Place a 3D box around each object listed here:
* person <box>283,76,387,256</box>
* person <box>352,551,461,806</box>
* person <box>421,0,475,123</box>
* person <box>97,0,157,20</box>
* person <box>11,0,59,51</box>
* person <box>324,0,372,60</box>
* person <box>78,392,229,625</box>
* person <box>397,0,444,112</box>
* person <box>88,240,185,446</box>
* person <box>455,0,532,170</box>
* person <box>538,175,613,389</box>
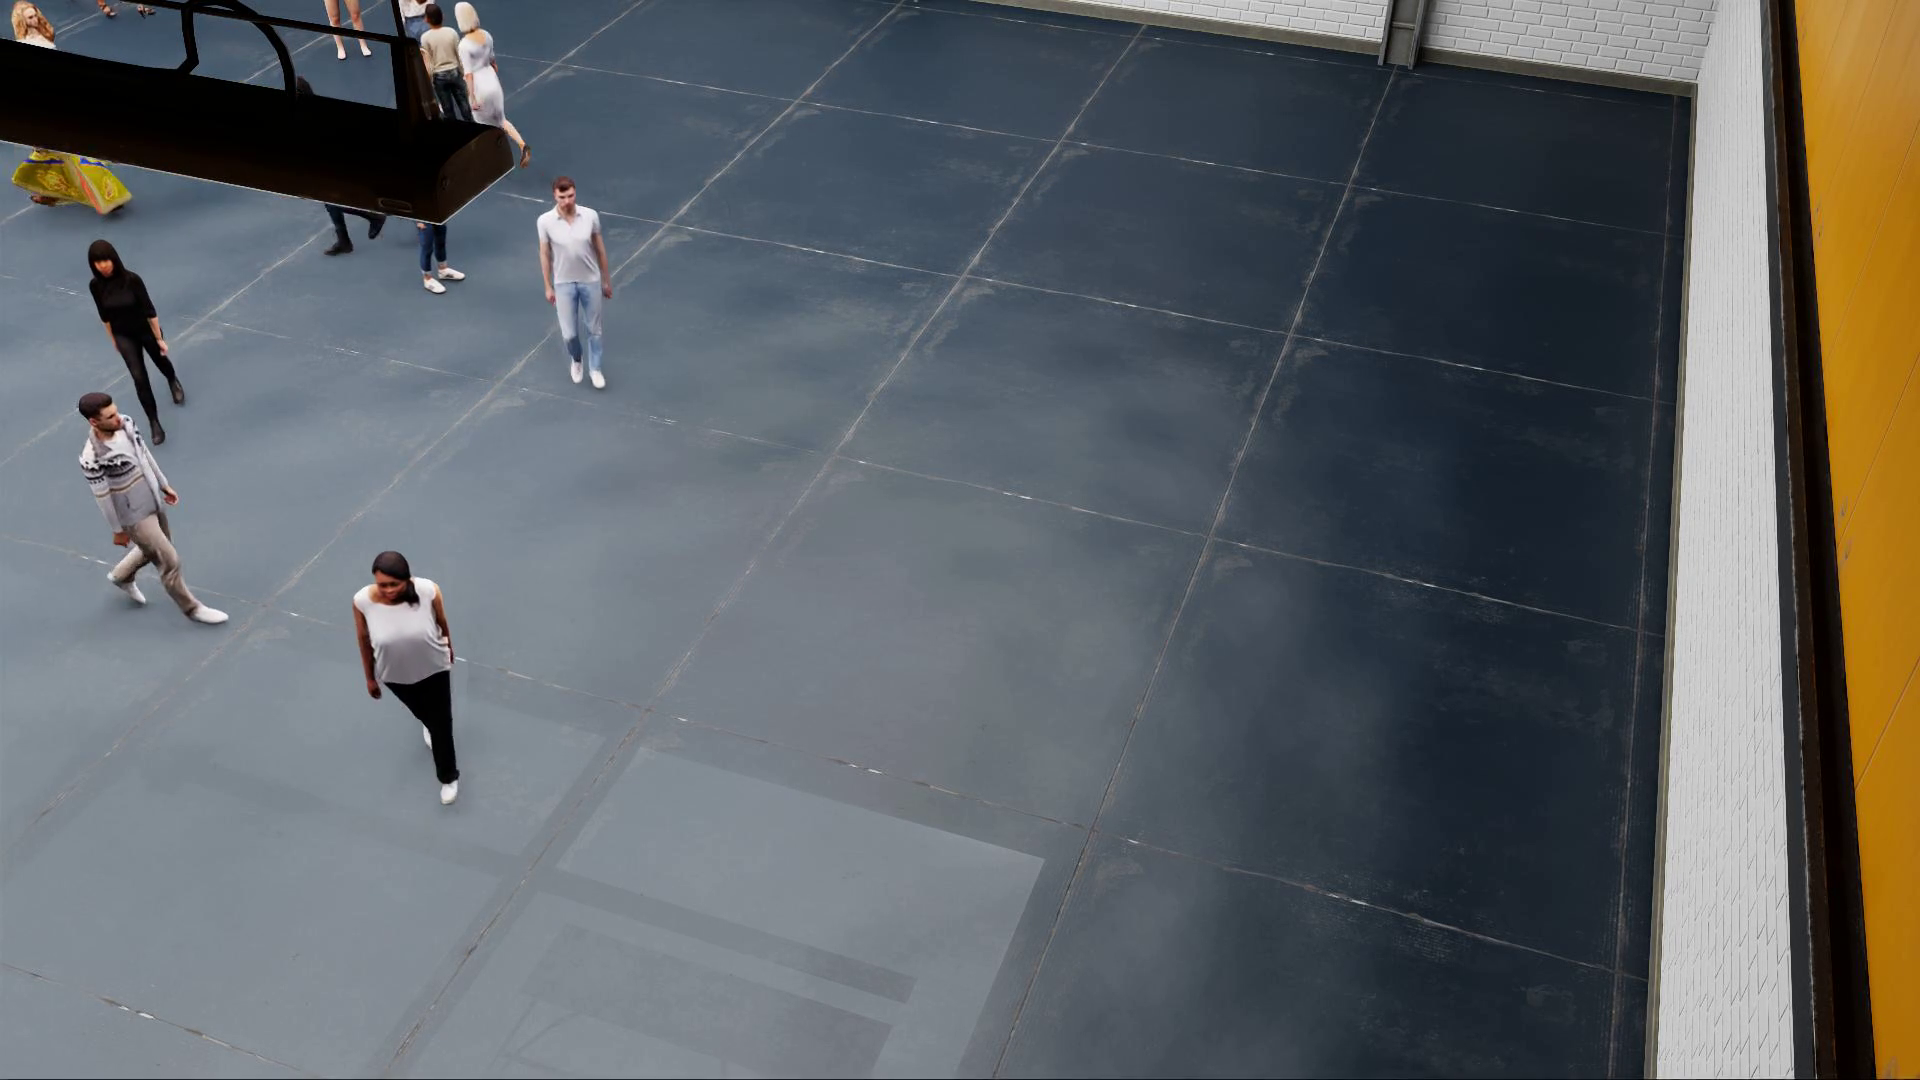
[{"bbox_3d":[-5.623,-3.363,14.971,0.936,1.716,0.895,-15,41,-18],"label":"person"},{"bbox_3d":[-3.266,0.705,9.937,1.140,1.641,1.077,-7,39,-9],"label":"person"},{"bbox_3d":[-5.169,-4.666,16.811,0.738,1.455,0.805,-22,43,-25],"label":"person"},{"bbox_3d":[-10.120,-6.917,19.399,1.094,1.742,0.683,16,41,19],"label":"person"},{"bbox_3d":[-8.974,-4.446,16.306,0.876,1.741,0.649,8,39,10],"label":"person"},{"bbox_3d":[-6.969,-6.223,18.608,0.636,1.646,0.720,-12,40,-15],"label":"person"},{"bbox_3d":[-5.478,-0.225,10.936,1.178,1.847,0.905,2,39,3],"label":"person"},{"bbox_3d":[-5.615,-5.311,17.419,1.048,1.704,0.820,29,47,31],"label":"person"},{"bbox_3d":[-6.352,-1.626,12.883,1.089,1.606,1.071,-11,40,-13],"label":"person"},{"bbox_3d":[-4.562,-4.347,16.195,0.948,1.726,0.680,17,42,20],"label":"person"},{"bbox_3d":[-3.070,-2.089,13.273,0.792,1.844,0.863,-13,40,-16],"label":"person"}]
